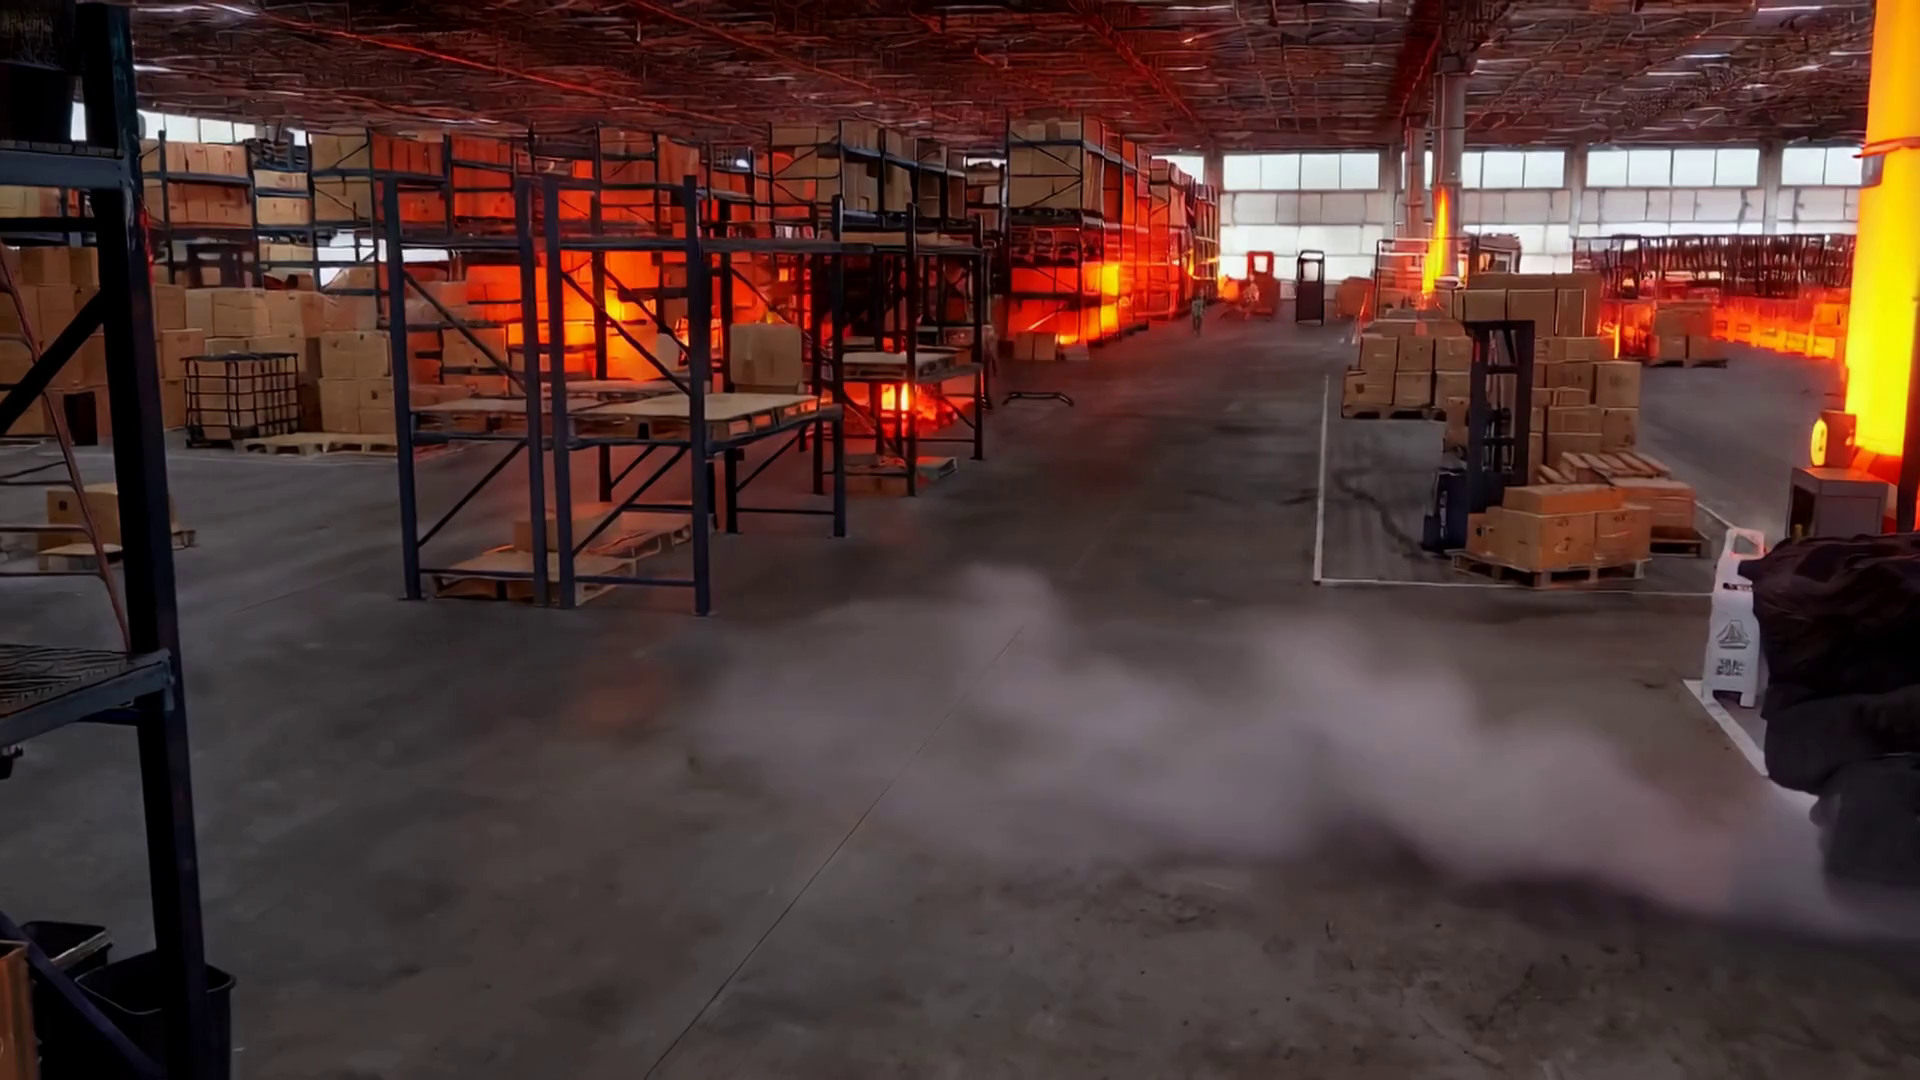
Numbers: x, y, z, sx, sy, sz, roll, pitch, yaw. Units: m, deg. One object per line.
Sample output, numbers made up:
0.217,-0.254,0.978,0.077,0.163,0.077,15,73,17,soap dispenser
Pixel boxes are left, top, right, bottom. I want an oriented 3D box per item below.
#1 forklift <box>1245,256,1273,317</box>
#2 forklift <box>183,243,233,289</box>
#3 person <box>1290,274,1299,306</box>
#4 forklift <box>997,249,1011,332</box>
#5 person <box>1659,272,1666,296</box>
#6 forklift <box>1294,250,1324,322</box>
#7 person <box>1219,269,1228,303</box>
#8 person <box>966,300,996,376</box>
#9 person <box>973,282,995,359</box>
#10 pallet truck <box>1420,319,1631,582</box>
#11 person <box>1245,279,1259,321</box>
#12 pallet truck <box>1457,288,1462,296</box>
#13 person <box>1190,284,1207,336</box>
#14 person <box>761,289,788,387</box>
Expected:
12.848,-10.967,71.149,1.129,2.768,1.873,2,10,12,forklift
-16.304,-5.071,36.236,1.873,2.768,1.129,6,12,34,forklift
17.912,-13.326,88.583,0.498,1.710,0.852,-8,13,-41,person
1.937,-8.192,54.718,1.129,2.768,1.873,2,10,12,forklift
36.740,-13.100,86.958,0.580,1.805,0.772,3,10,18,person
13.778,-10.002,65.433,1.129,2.768,1.873,2,10,12,forklift
14.949,-14.378,94.131,0.543,1.940,0.361,8,13,41,person
0.409,-4.296,35.278,0.897,1.651,0.540,7,12,36,person
0.591,-5.390,40.987,0.554,1.915,0.662,-1,10,-5,person
4.543,-0.757,13.299,0.823,1.965,1.885,-4,10,-22,pallet truck
11.621,-9.551,66.306,0.541,1.685,0.512,3,10,15,person
20.506,-9.785,68.819,0.653,1.274,1.630,2,10,12,pallet truck
7.628,-7.353,53.273,0.557,1.672,0.656,3,10,16,person
-3.639,-3.928,32.384,0.583,1.892,0.619,9,13,43,person
